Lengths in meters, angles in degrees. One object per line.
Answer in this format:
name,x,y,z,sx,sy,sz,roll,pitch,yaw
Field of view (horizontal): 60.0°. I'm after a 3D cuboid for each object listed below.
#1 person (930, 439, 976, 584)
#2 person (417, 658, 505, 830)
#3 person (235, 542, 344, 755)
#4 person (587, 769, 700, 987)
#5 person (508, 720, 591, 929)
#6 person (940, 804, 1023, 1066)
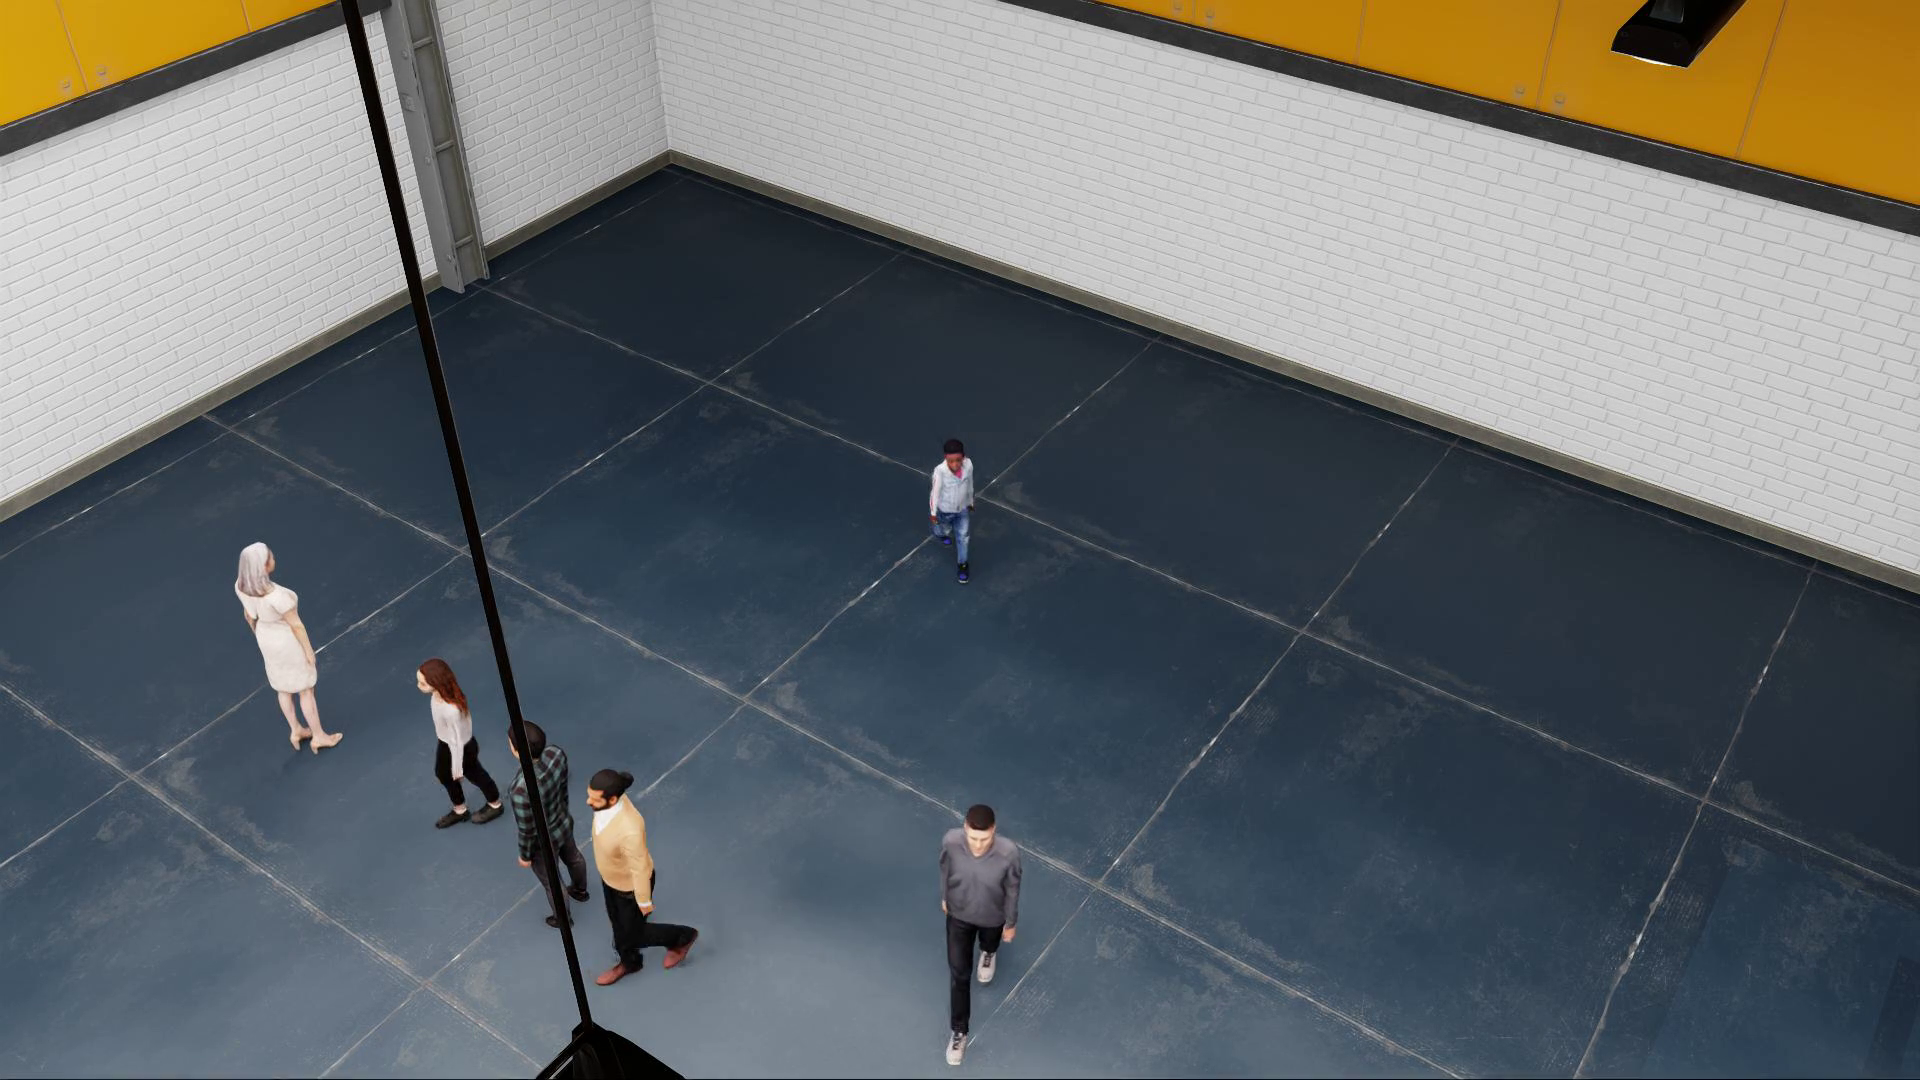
person,-0.060,-0.313,12.912,0.848,1.236,0.888,-10,40,-12
person,-3.165,1.285,10.724,0.780,1.469,0.701,-21,43,-25
person,-4.548,0.739,11.195,0.647,1.734,0.620,14,41,17
person,-1.874,1.939,9.682,0.993,1.748,0.859,-21,43,-24
person,-2.510,1.721,10.075,0.760,1.713,0.578,13,41,16
person,0.129,2.072,9.546,0.982,1.710,1.234,5,39,6
